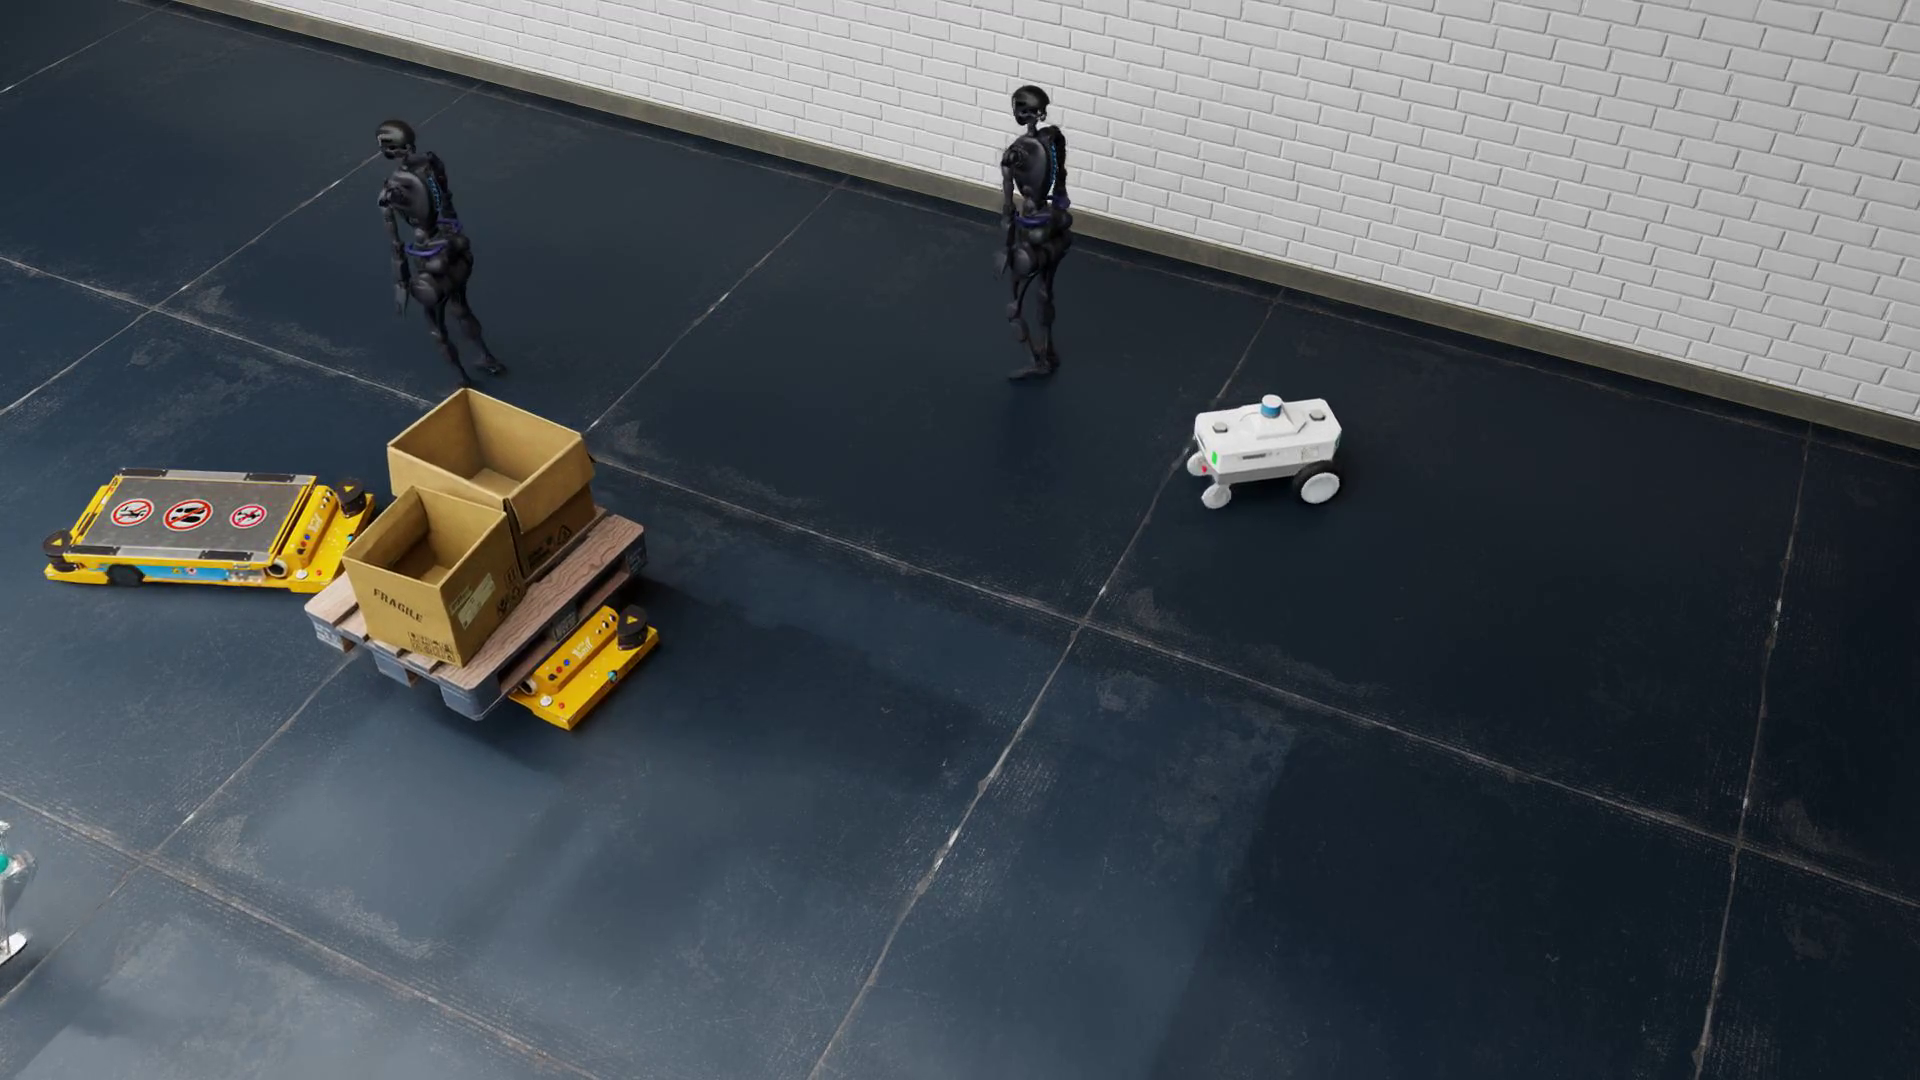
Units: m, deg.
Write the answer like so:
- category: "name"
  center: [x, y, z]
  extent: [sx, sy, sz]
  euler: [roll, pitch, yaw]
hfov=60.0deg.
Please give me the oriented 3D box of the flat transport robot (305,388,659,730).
- category: "flat transport robot"
  center: [-2.195, 0.360, 7.866]
  extent: [1.431, 0.231, 0.659]
  euler: [22, 47, 22]

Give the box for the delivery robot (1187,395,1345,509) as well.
- category: "delivery robot"
  center: [1.590, -0.480, 8.574]
  extent: [0.814, 0.611, 0.499]
  euler: [-8, 43, -8]

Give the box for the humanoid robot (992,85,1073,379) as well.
- category: "humanoid robot"
  center: [0.409, -1.647, 8.998]
  extent: [0.418, 1.634, 0.609]
  euler: [26, 49, 25]

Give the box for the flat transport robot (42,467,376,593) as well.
- category: "flat transport robot"
  center: [-3.739, -0.048, 8.307]
  extent: [1.431, 0.231, 0.659]
  euler: [2, 43, 3]

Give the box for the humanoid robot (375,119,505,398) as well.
- category: "humanoid robot"
  center: [-2.774, -1.482, 8.817]
  extent: [0.364, 1.643, 0.585]
  euler: [13, 44, 13]

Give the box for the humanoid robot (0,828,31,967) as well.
- category: "humanoid robot"
  center: [-3.822, 1.099, 6.007]
  extent: [0.536, 1.787, 0.844]
  euler: [28, 50, 27]
